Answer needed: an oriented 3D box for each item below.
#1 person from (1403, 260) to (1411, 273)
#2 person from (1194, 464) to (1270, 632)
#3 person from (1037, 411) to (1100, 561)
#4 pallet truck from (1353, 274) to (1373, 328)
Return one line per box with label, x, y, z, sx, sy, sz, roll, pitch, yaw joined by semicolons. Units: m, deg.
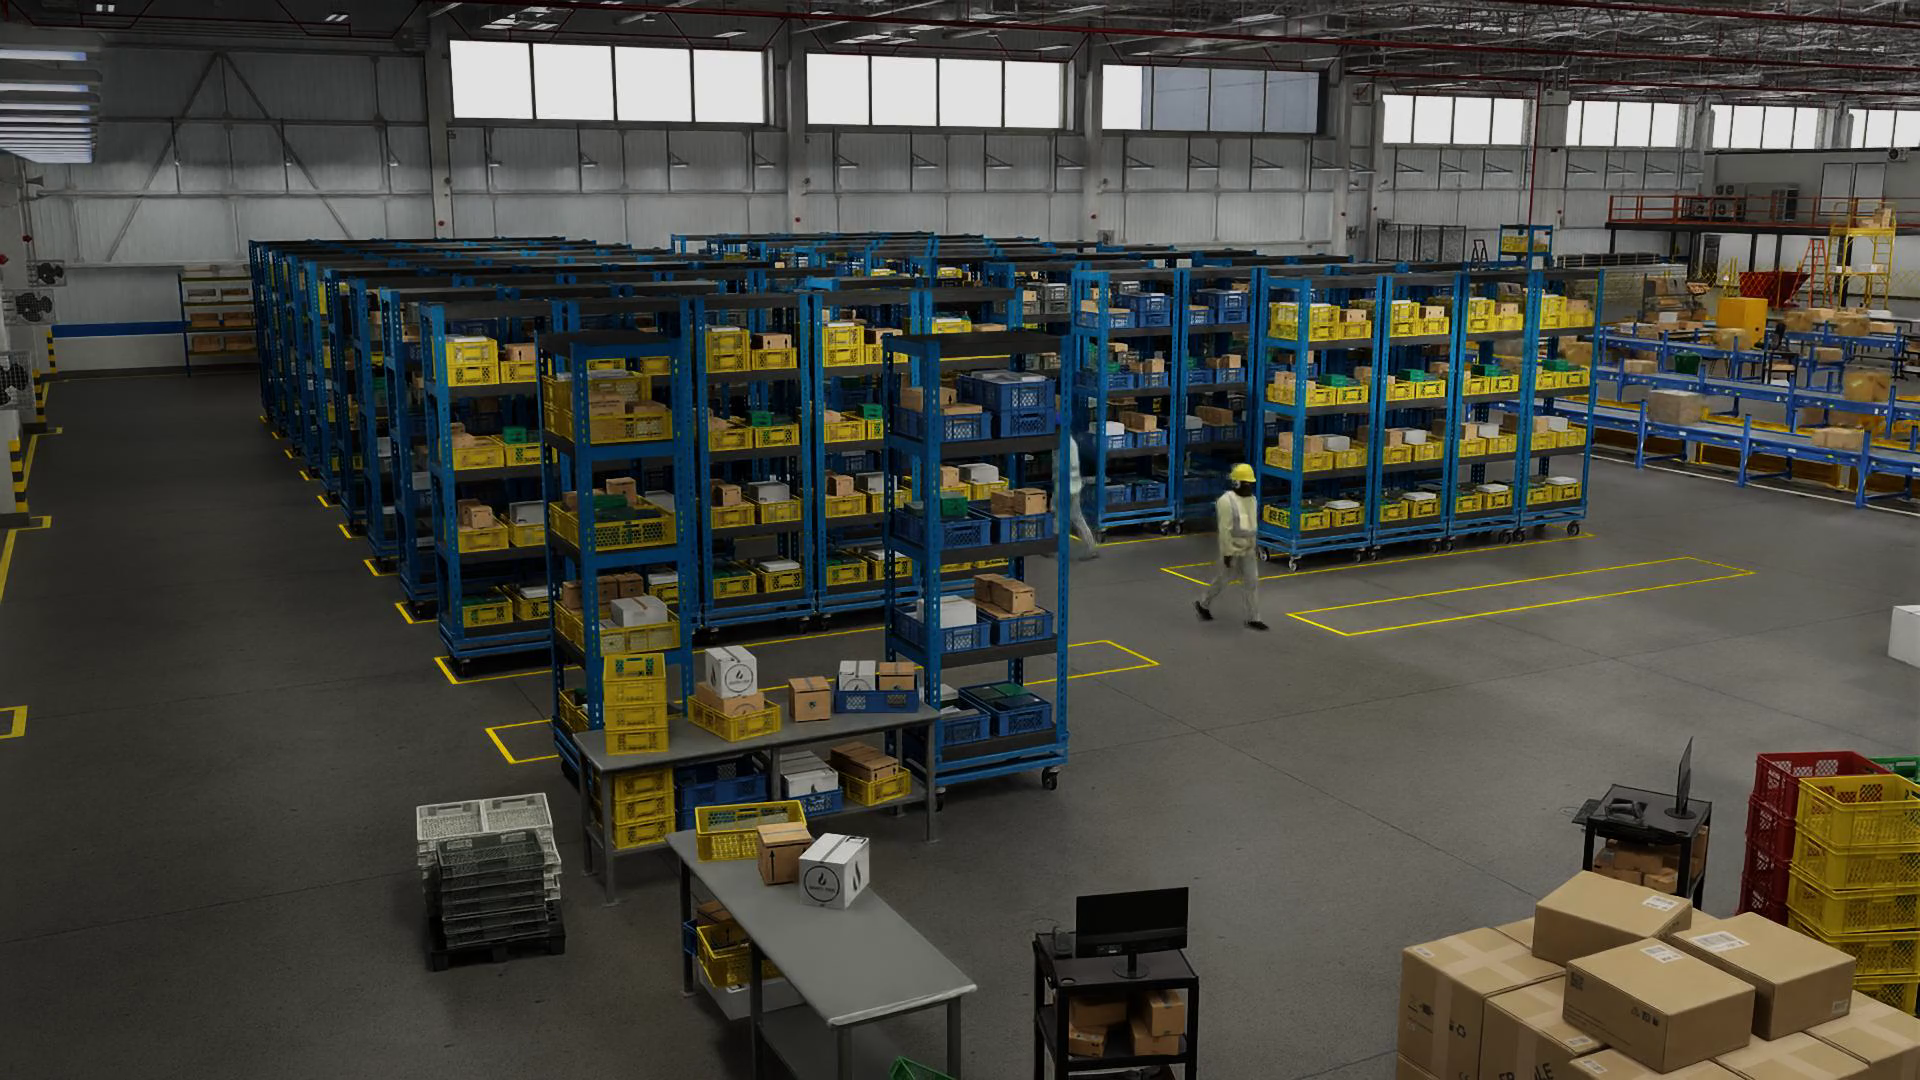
person;16.599;-9.483;62.162;0.643;1.908;0.410;0;12;-1
person;2.919;0.056;17.810;0.589;1.799;0.871;-9;15;-36
person;1.383;-0.668;21.007;0.838;1.890;0.618;8;14;31
pallet truck;13.011;-8.050;55.243;0.823;1.965;1.885;-7;14;-28
